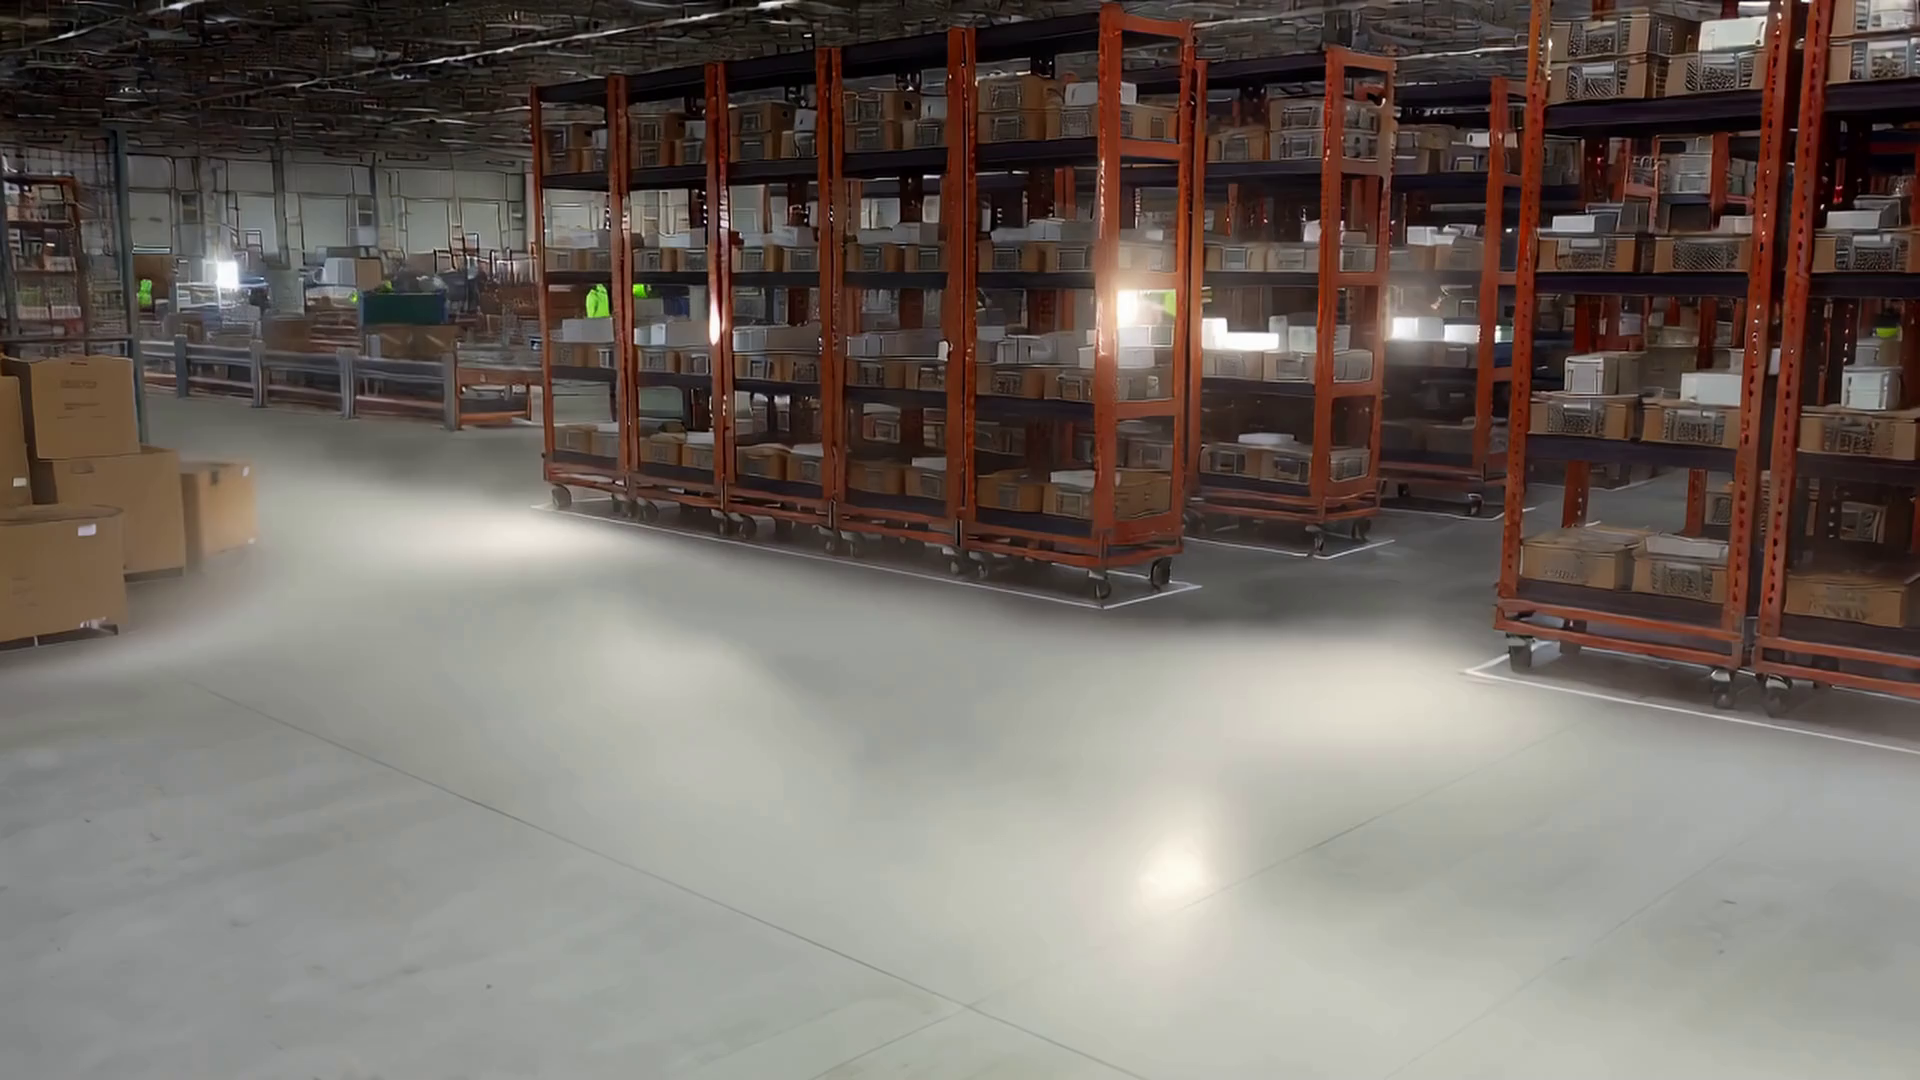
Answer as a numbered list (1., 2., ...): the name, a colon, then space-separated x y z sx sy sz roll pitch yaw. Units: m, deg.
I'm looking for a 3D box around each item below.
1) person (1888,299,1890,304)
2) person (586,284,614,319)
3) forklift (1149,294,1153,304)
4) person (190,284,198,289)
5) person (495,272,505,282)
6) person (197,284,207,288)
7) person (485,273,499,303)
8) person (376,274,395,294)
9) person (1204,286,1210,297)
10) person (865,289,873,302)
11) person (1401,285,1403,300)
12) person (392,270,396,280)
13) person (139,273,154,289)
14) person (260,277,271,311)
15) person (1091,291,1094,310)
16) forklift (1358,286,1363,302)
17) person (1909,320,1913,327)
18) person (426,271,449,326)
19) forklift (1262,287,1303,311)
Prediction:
1. person: 26.568 -6.528 47.386 0.326 1.765 0.533 8 12 41
2. person: -7.080 -4.228 32.895 0.398 1.897 0.641 6 11 34
3. forklift: 7.440 -9.628 62.977 1.873 2.768 1.129 9 13 43
4. person: -40.226 -13.116 87.518 0.534 1.841 0.778 -4 10 -24
5. person: -25.847 -14.097 93.425 0.607 1.888 0.978 1 9 6
6. person: -26.519 -8.343 58.205 0.312 1.864 0.532 1 9 8
7. person: -18.286 -9.486 64.987 0.618 1.942 0.809 4 10 26
8. person: -16.150 -6.517 46.824 0.471 1.923 0.572 8 12 40
9. person: 8.196 -7.635 54.563 0.497 1.634 0.278 6 11 33
10. person: -4.106 -11.058 75.503 0.852 1.650 0.537 -4 10 -21
11. person: 8.327 -3.927 31.442 0.368 1.751 0.550 -9 13 -43
12. person: -29.248 -12.974 86.057 0.724 2.000 0.698 4 10 21
13. person: -34.814 -10.476 71.224 0.585 1.882 0.337 -2 10 -13
14. person: -26.491 -9.128 63.383 0.483 1.745 0.305 5 11 30
15. person: 4.328 -7.843 55.002 0.731 1.918 0.550 -2 9 -11
16. forklift: 11.100 -7.017 46.970 1.873 2.768 1.129 9 13 43
17. person: 9.889 -1.650 16.908 0.612 1.957 0.974 6 11 32
18. person: -10.911 -4.626 34.913 0.640 2.030 0.437 6 11 34
19. forklift: 10.769 -8.203 54.240 1.129 2.768 1.873 8 12 42
